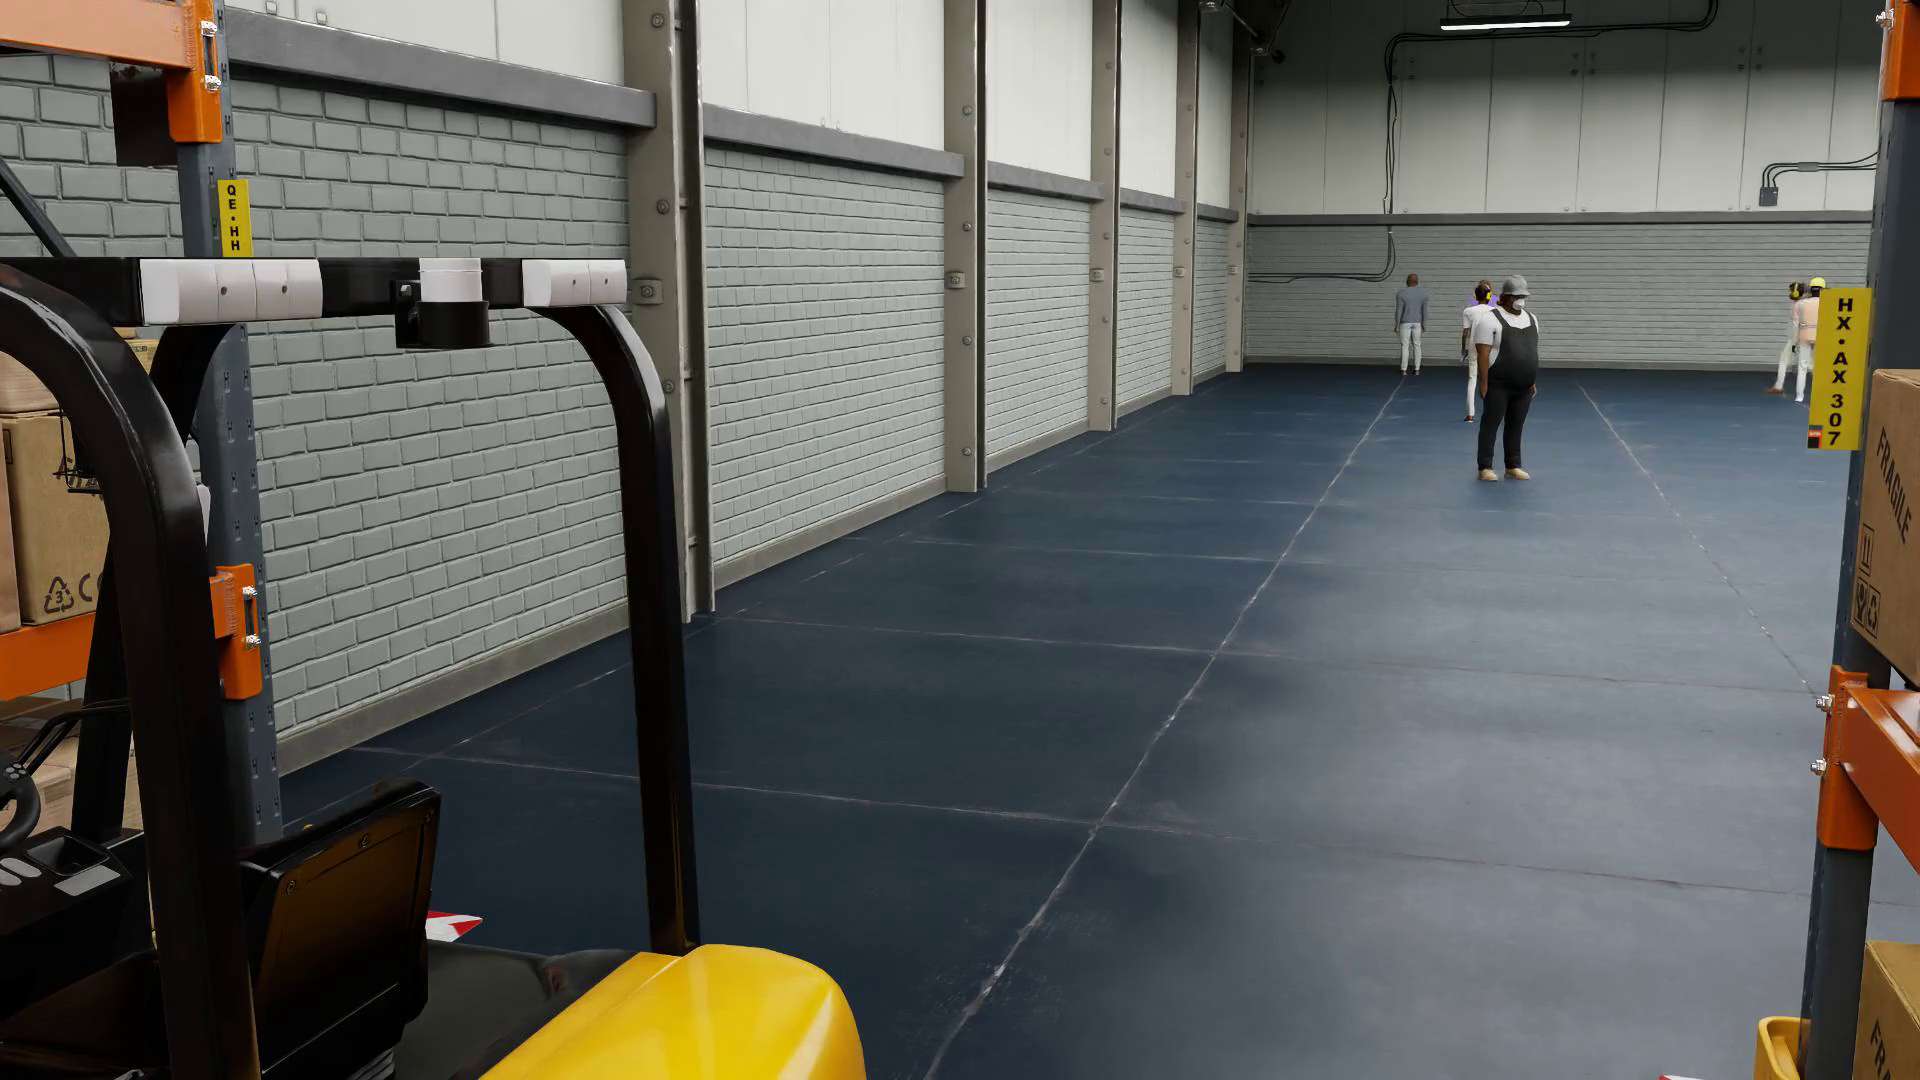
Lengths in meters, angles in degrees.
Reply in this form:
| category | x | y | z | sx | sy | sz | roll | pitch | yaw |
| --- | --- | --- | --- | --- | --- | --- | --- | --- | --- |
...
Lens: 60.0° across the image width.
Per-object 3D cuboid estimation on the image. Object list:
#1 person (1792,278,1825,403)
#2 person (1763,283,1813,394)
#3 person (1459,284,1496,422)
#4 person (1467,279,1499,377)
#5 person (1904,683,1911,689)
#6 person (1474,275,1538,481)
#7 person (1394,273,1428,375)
| category | x | y | z | sx | sy | sz | roll | pitch | yaw |
| --- | --- | --- | --- | --- | --- | --- | --- | --- | --- |
| person | 13.067 | -3.051 | 25.479 | 0.586 | 1.917 | 0.381 | 6 | 11 | 32 |
| person | 13.651 | -3.255 | 26.994 | 0.533 | 1.830 | 0.935 | -9 | 13 | -44 |
| person | 7.013 | -2.512 | 22.436 | 0.521 | 1.864 | 0.335 | 3 | 10 | 19 |
| person | 9.815 | -3.993 | 31.381 | 0.568 | 1.822 | 0.708 | 1 | 10 | 4 |
| person | 5.050 | -0.141 | 8.173 | 0.406 | 1.911 | 0.639 | -3 | 10 | -19 |
| person | 5.448 | -1.594 | 16.432 | 0.688 | 2.000 | 0.536 | -3 | 10 | -19 |
| person | 8.617 | -4.124 | 31.801 | 0.638 | 1.938 | 0.357 | -1 | 10 | -6 |
